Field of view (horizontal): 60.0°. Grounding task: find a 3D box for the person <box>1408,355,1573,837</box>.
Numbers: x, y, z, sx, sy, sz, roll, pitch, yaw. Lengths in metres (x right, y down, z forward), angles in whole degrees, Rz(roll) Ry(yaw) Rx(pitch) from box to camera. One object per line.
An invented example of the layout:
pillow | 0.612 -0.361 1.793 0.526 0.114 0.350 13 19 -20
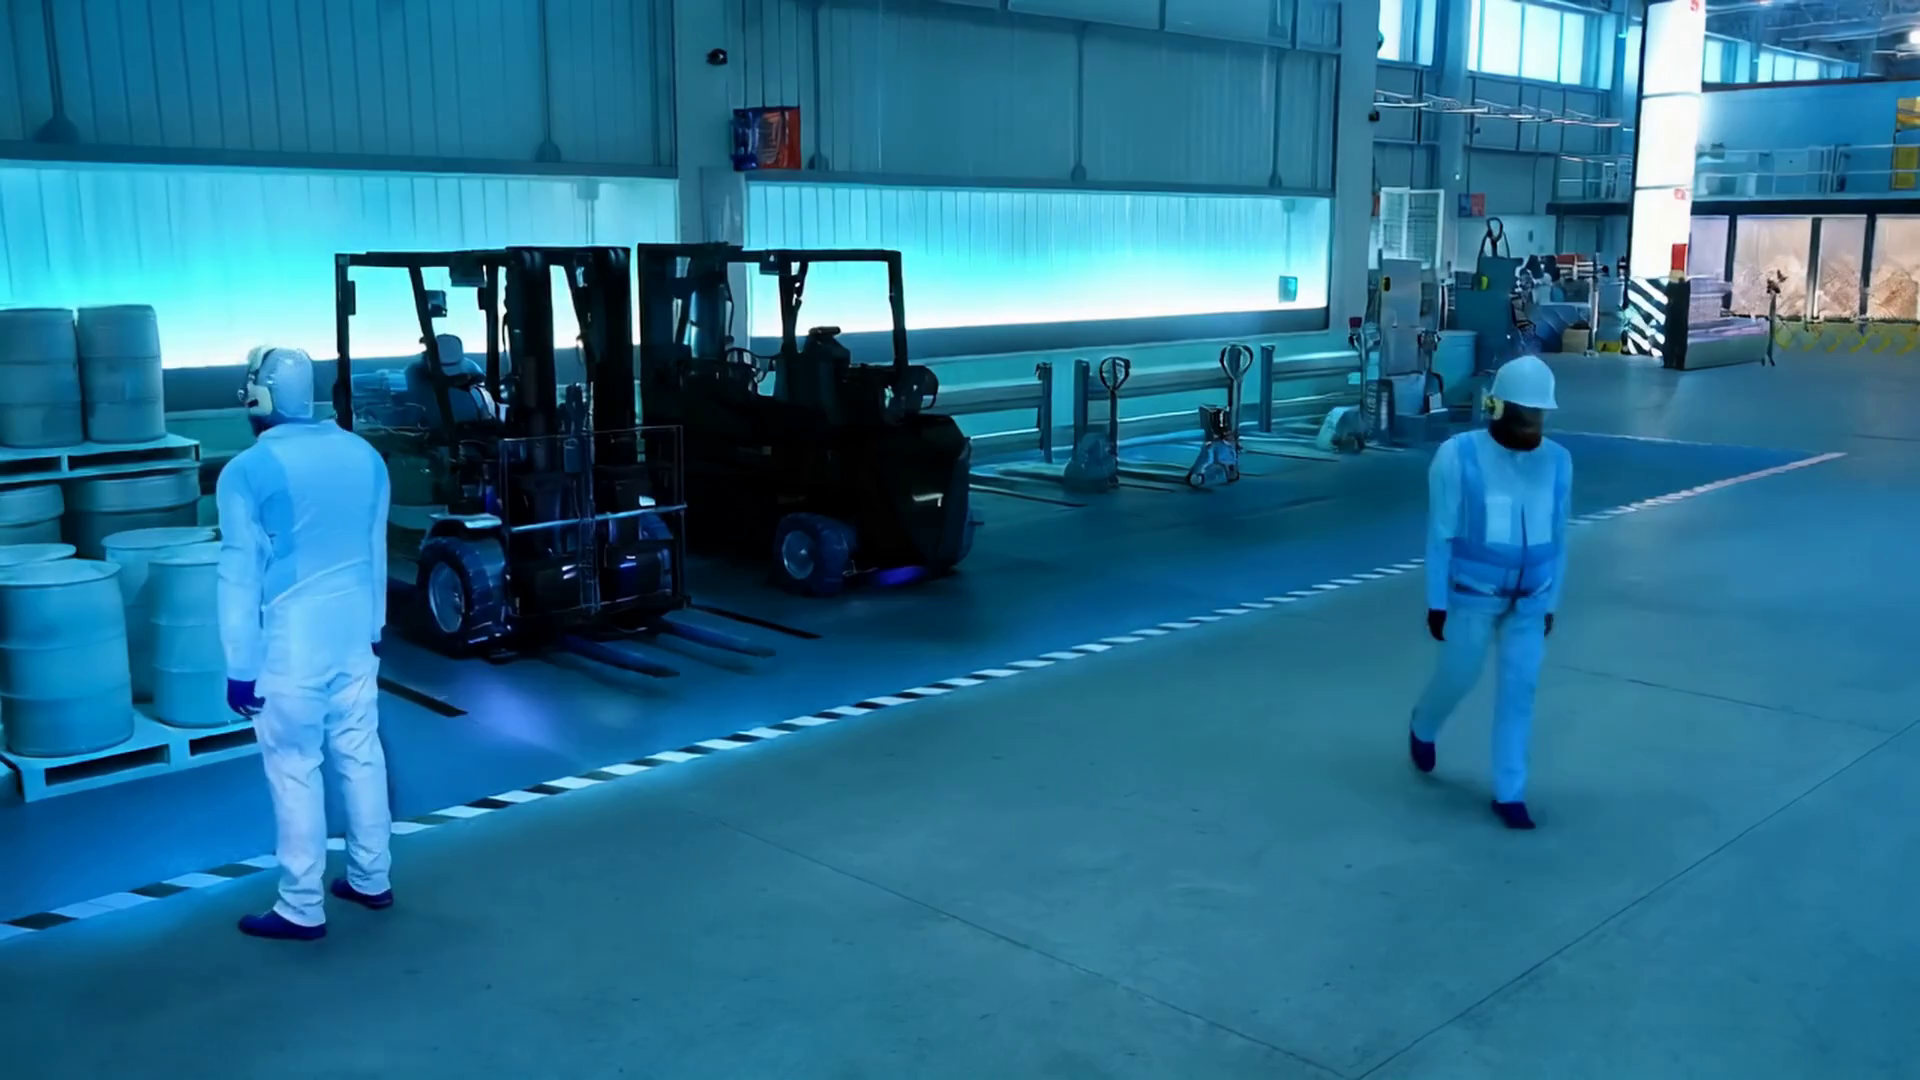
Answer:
person | 2.030 0.178 6.438 0.598 1.805 0.742 -1 10 -7

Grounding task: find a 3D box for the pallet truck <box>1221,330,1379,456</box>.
pallet truck | 3.563 -1.581 17.381 0.653 1.274 1.630 -10 14 -44

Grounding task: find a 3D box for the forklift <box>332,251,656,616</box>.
forklift | -2.833 -0.669 9.694 1.157 1.987 2.680 -10 14 -44

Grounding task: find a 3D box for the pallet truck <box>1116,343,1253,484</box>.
pallet truck | 1.962 -1.215 15.415 1.522 1.261 0.704 10 14 43

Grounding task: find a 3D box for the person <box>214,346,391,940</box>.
person | -2.119 0.328 5.359 0.397 1.900 0.657 5 12 26

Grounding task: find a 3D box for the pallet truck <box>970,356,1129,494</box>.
pallet truck | 0.784 -1.085 14.876 0.680 1.201 1.601 -10 14 -44

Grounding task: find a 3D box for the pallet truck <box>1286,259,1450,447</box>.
pallet truck | 4.493 -2.078 18.196 0.823 1.965 1.885 -9 14 -40

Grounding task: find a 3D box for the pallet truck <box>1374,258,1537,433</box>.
pallet truck | 5.704 -2.208 18.901 1.885 1.965 0.823 10 14 43

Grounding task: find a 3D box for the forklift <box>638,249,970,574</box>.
forklift | -1.173 -0.958 11.239 2.680 1.987 1.157 10 14 43
